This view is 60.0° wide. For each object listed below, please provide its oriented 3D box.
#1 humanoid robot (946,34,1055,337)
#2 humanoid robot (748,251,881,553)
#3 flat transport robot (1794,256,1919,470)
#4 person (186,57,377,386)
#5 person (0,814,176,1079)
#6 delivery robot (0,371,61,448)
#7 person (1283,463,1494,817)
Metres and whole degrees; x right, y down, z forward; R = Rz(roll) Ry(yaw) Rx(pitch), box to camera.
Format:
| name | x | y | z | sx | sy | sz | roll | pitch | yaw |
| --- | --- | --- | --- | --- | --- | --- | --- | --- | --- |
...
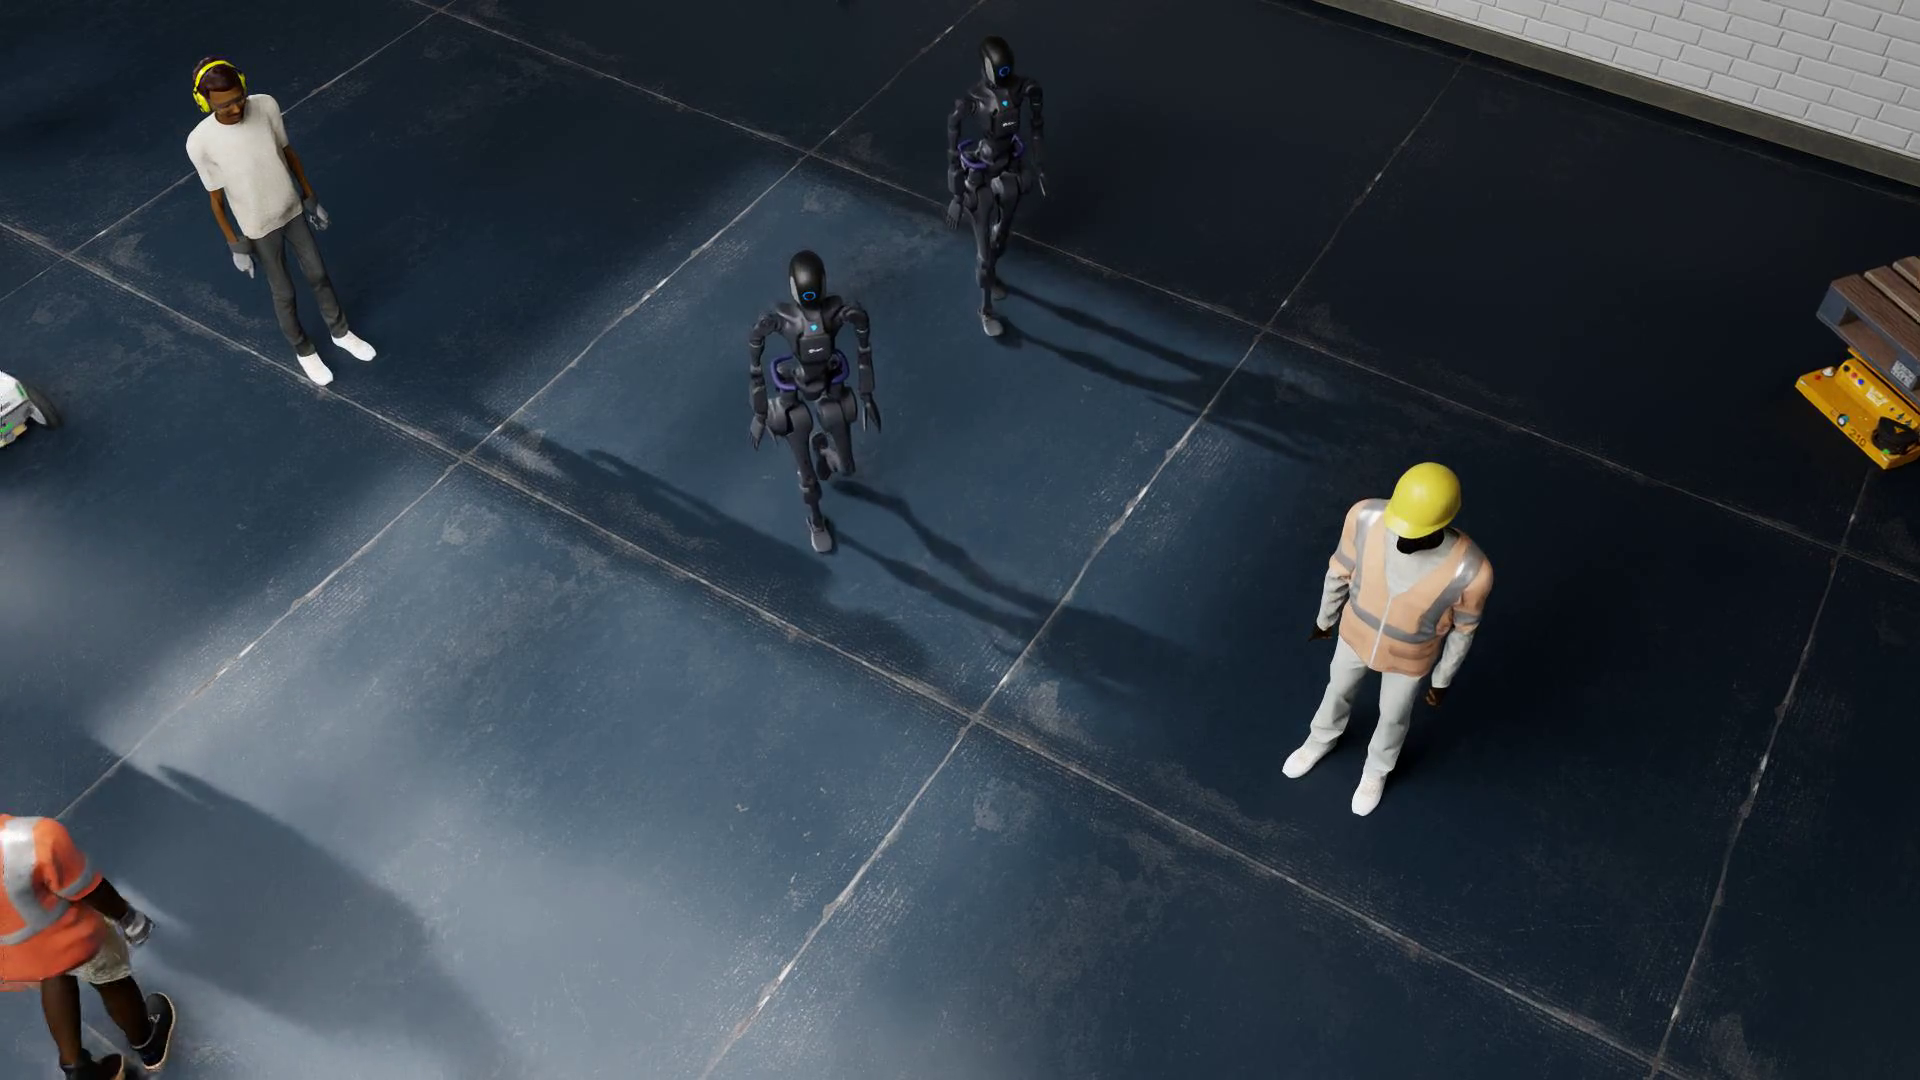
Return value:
| name | x | y | z | sx | sy | sz | roll | pitch | yaw |
| --- | --- | --- | --- | --- | --- | --- | --- | --- | --- |
| humanoid robot | 0.222 | -1.817 | 8.477 | 0.591 | 1.641 | 0.611 | -22 | 52 | -18 |
| humanoid robot | -0.682 | -0.682 | 7.479 | 0.610 | 1.633 | 0.536 | -12 | 50 | -11 |
| flat transport robot | 5.101 | -0.824 | 8.535 | 1.431 | 0.231 | 0.659 | -17 | 51 | -15 |
| person | -3.330 | -1.540 | 8.112 | 0.352 | 1.856 | 0.517 | 30 | 55 | 23 |
| person | -3.088 | 1.310 | 5.556 | 0.635 | 1.945 | 0.470 | -5 | 49 | -4 |
| delivery robot | -4.934 | -0.692 | 8.243 | 0.815 | 0.614 | 0.499 | 25 | 53 | 20 |
| person | 1.629 | 0.393 | 6.372 | 0.592 | 1.924 | 0.379 | 29 | 55 | 23 |
